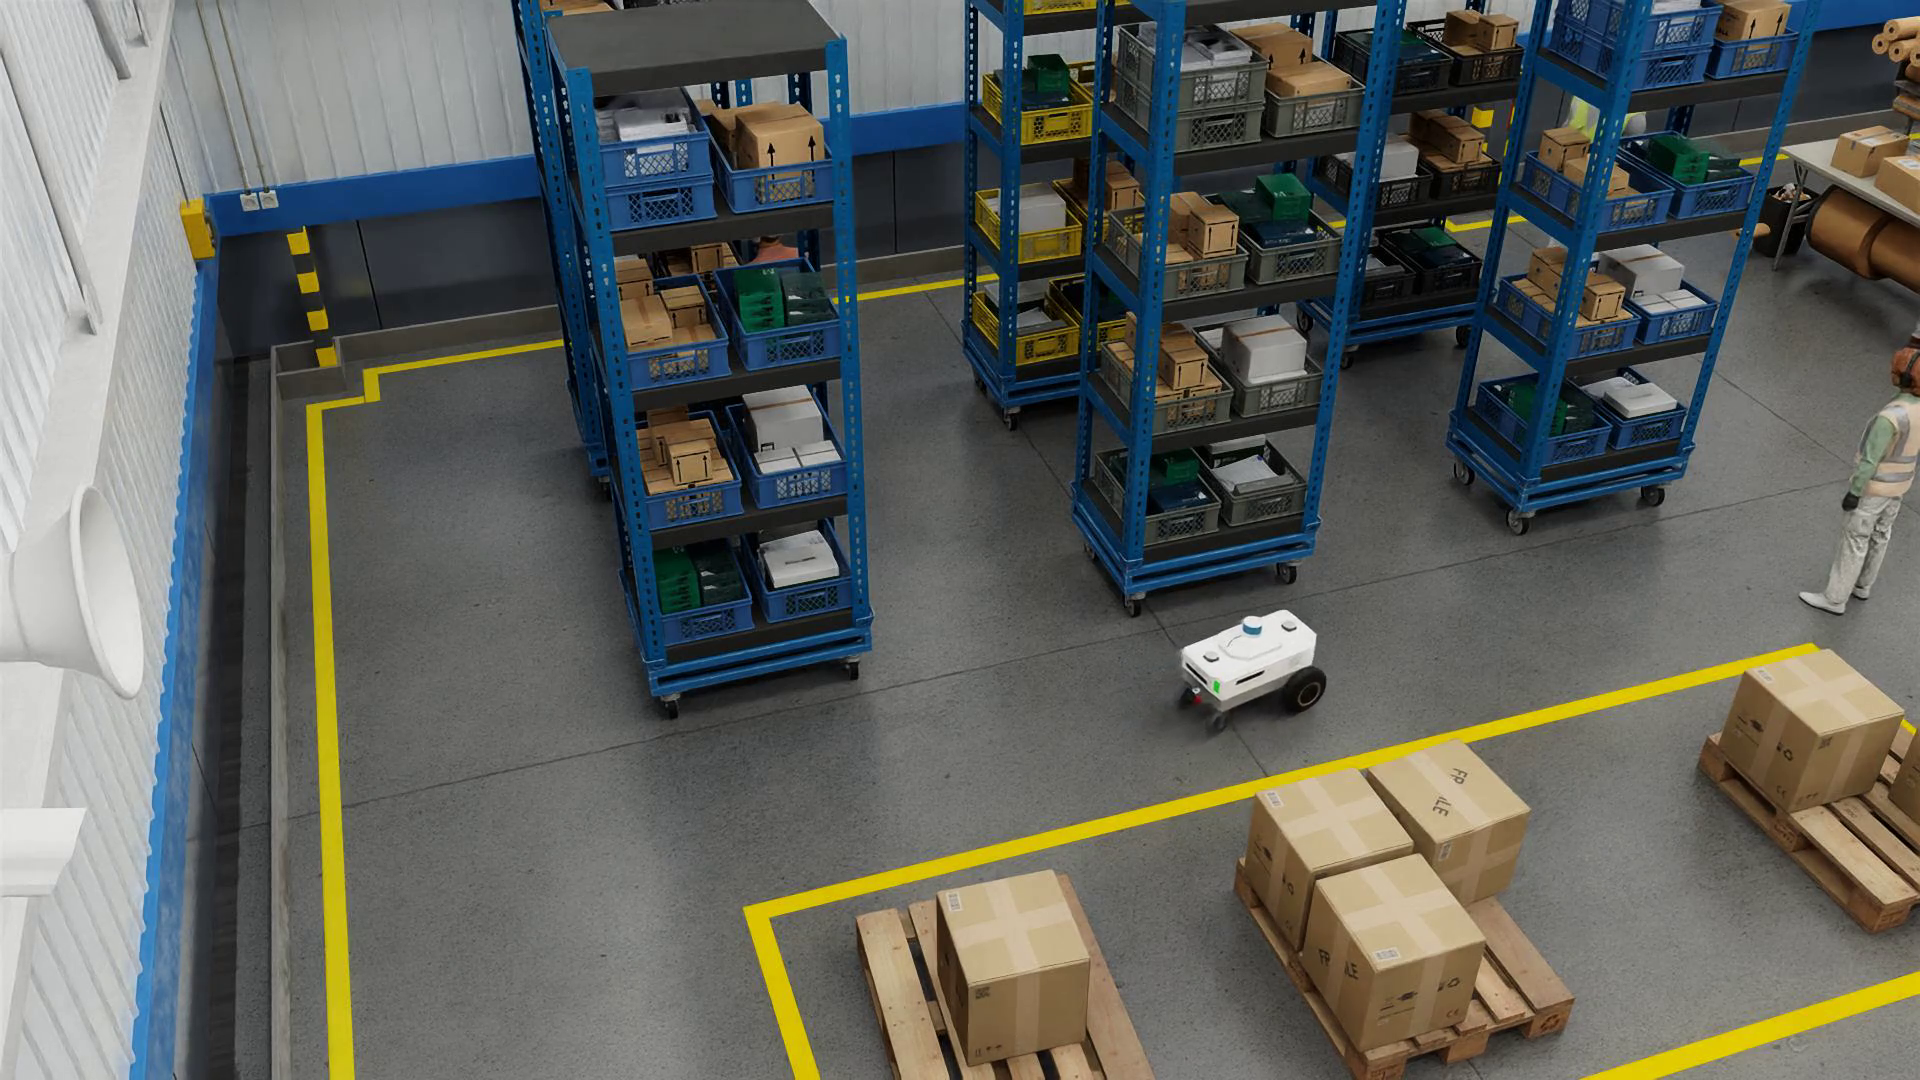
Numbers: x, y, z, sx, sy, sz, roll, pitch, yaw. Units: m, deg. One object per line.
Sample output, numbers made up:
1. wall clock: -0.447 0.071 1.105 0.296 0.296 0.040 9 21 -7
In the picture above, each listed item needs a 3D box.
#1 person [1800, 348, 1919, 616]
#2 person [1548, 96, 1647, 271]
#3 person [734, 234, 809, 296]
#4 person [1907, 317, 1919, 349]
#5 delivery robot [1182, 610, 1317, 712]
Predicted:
1. person: 5.140 -0.319 9.312 0.519 1.632 0.317 -23 41 -29
2. person: 4.730 -2.730 12.549 0.430 1.845 0.619 -25 42 -31
3. person: -1.145 -1.175 10.226 0.624 1.984 0.413 -29 45 -35
4. person: 7.133 -2.116 11.608 0.374 1.930 0.632 4 35 6
5. delivery robot: 1.531 0.621 8.828 0.707 0.478 0.477 -18 39 -24
